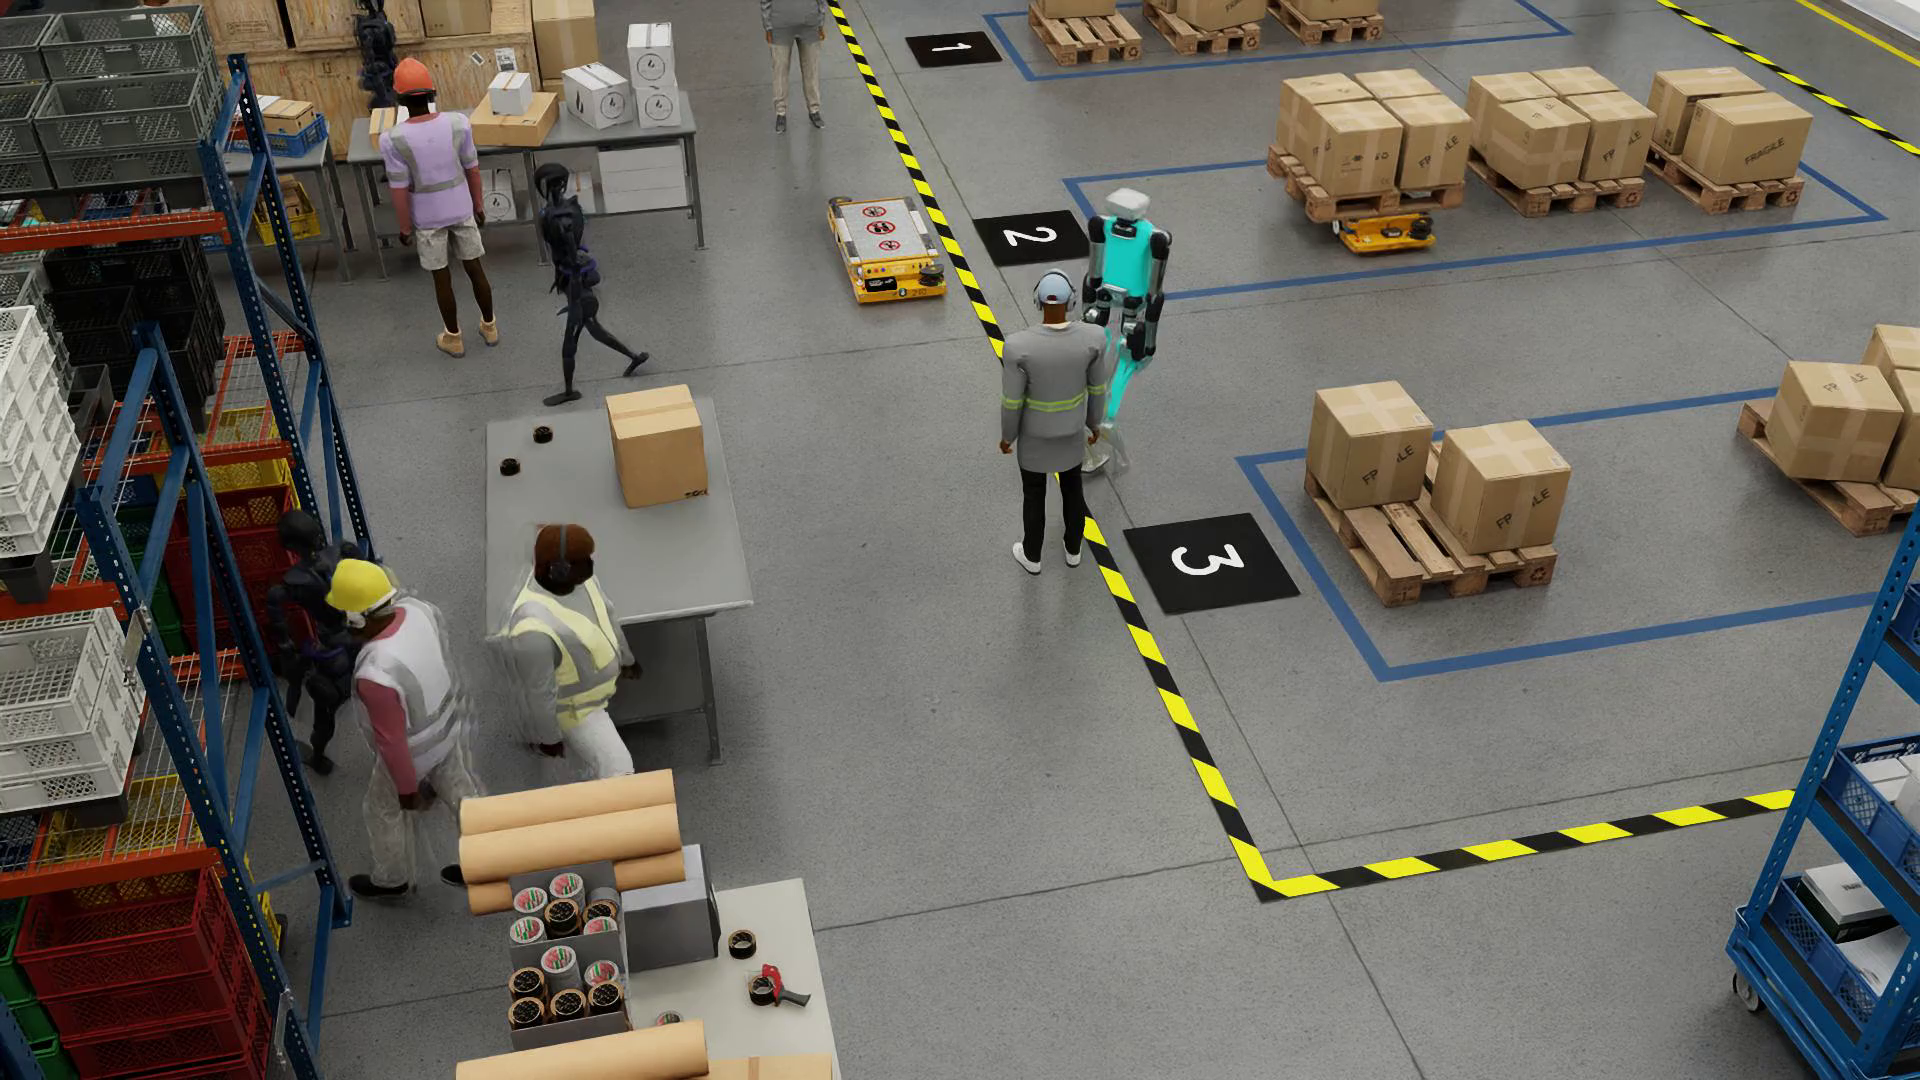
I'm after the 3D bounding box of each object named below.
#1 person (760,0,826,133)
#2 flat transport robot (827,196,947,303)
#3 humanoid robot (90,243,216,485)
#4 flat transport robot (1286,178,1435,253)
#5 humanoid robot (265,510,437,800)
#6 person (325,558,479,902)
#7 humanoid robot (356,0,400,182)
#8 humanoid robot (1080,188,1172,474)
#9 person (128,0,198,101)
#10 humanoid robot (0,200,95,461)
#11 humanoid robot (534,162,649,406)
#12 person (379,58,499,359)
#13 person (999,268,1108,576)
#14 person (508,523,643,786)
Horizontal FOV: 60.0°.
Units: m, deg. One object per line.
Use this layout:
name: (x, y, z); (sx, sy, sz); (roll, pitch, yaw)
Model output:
person: (-1.415, -4.374, 14.177); (0.560, 1.766, 0.399); (-9, 38, -12)
flat transport robot: (-0.570, -2.220, 12.538); (0.659, 0.231, 1.431); (-8, 37, -10)
humanoid robot: (-4.573, -0.899, 9.555); (0.556, 1.804, 0.745); (-28, 45, -32)
flat transport robot: (3.151, -2.696, 13.154); (0.652, 0.197, 1.431); (-8, 37, -10)
humanoid robot: (-2.903, 0.514, 7.713); (0.794, 1.621, 0.590); (21, 41, 25)
person: (-2.450, 0.839, 7.143); (0.785, 1.798, 0.597); (6, 37, 7)
humanoid robot: (-4.491, -3.608, 13.235); (0.639, 1.640, 0.608); (-2, 37, -2)
humanoid robot: (0.833, -1.121, 9.850); (0.558, 1.797, 0.802); (24, 43, 28)
person: (-6.001, -3.443, 12.775); (0.611, 1.945, 0.404); (28, 45, 32)
humanoid robot: (-5.494, -1.135, 9.773); (0.530, 1.690, 0.760); (6, 37, 8)
humanoid robot: (-2.416, -1.657, 10.640); (0.761, 1.639, 0.587); (-16, 39, -20)
person: (-3.435, -2.170, 10.984); (0.604, 2.045, 0.382); (-22, 42, -26)
person: (0.493, -0.640, 9.088); (0.597, 1.849, 0.388); (-9, 38, -12)
person: (-1.579, 0.688, 7.345); (0.758, 1.807, 0.617); (2, 37, 2)
